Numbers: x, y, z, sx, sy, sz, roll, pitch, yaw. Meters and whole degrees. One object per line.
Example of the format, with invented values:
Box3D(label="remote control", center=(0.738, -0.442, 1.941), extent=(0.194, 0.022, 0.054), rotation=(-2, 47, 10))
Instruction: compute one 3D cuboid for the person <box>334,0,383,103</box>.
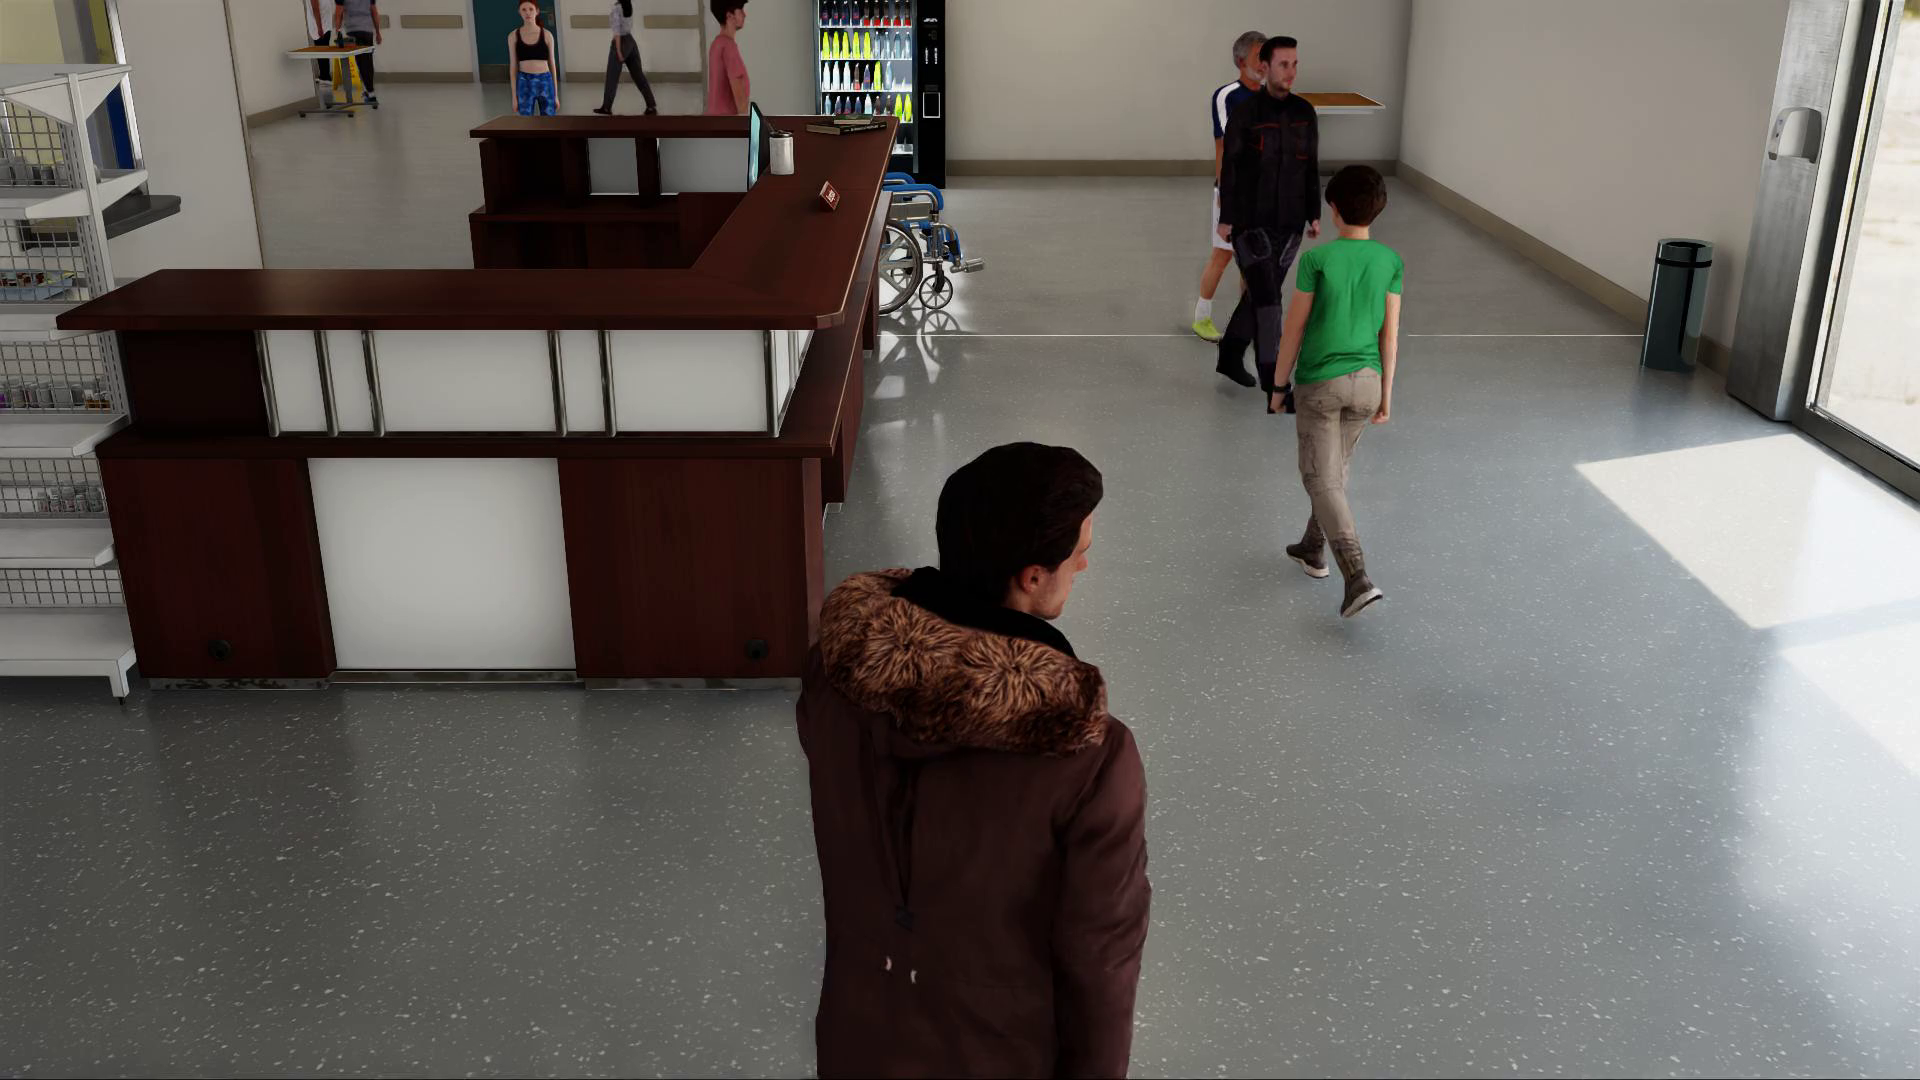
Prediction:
Box3D(label="person", center=(-8.021, -6.766, 22.346), extent=(1.062, 1.792, 1.101), rotation=(-18, 27, -39))

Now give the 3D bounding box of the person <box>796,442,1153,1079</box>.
Box3D(label="person", center=(-0.051, 0.770, 2.413), extent=(0.821, 1.819, 0.938), rotation=(11, 23, 26))

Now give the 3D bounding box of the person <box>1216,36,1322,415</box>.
Box3D(label="person", center=(1.557, -1.622, 8.666), extent=(1.198, 1.864, 1.098), rotation=(-10, 23, -24))

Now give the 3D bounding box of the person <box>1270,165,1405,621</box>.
Box3D(label="person", center=(1.408, -0.509, 6.065), extent=(1.081, 1.624, 0.812), rotation=(-5, 21, -13))

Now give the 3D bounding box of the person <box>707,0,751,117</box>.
Box3D(label="person", center=(-1.772, -2.898, 11.971), extent=(1.311, 1.908, 0.898), rotation=(-6, 22, -15))

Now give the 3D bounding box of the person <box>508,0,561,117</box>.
Box3D(label="person", center=(-3.822, -3.981, 15.006), extent=(0.584, 1.784, 0.700), rotation=(-6, 22, -16))

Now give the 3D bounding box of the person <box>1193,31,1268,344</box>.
Box3D(label="person", center=(1.675, -2.126, 10.030), extent=(0.831, 1.839, 0.889), rotation=(-17, 26, -37))

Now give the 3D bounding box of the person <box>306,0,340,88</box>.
Box3D(label="person", center=(-9.532, -7.649, 24.827), extent=(0.722, 1.687, 0.737), rotation=(-7, 22, -18))

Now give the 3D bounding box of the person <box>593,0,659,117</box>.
Box3D(label="person", center=(-4.065, -6.049, 20.604), extent=(1.205, 1.687, 0.926), rotation=(9, 23, 23))
